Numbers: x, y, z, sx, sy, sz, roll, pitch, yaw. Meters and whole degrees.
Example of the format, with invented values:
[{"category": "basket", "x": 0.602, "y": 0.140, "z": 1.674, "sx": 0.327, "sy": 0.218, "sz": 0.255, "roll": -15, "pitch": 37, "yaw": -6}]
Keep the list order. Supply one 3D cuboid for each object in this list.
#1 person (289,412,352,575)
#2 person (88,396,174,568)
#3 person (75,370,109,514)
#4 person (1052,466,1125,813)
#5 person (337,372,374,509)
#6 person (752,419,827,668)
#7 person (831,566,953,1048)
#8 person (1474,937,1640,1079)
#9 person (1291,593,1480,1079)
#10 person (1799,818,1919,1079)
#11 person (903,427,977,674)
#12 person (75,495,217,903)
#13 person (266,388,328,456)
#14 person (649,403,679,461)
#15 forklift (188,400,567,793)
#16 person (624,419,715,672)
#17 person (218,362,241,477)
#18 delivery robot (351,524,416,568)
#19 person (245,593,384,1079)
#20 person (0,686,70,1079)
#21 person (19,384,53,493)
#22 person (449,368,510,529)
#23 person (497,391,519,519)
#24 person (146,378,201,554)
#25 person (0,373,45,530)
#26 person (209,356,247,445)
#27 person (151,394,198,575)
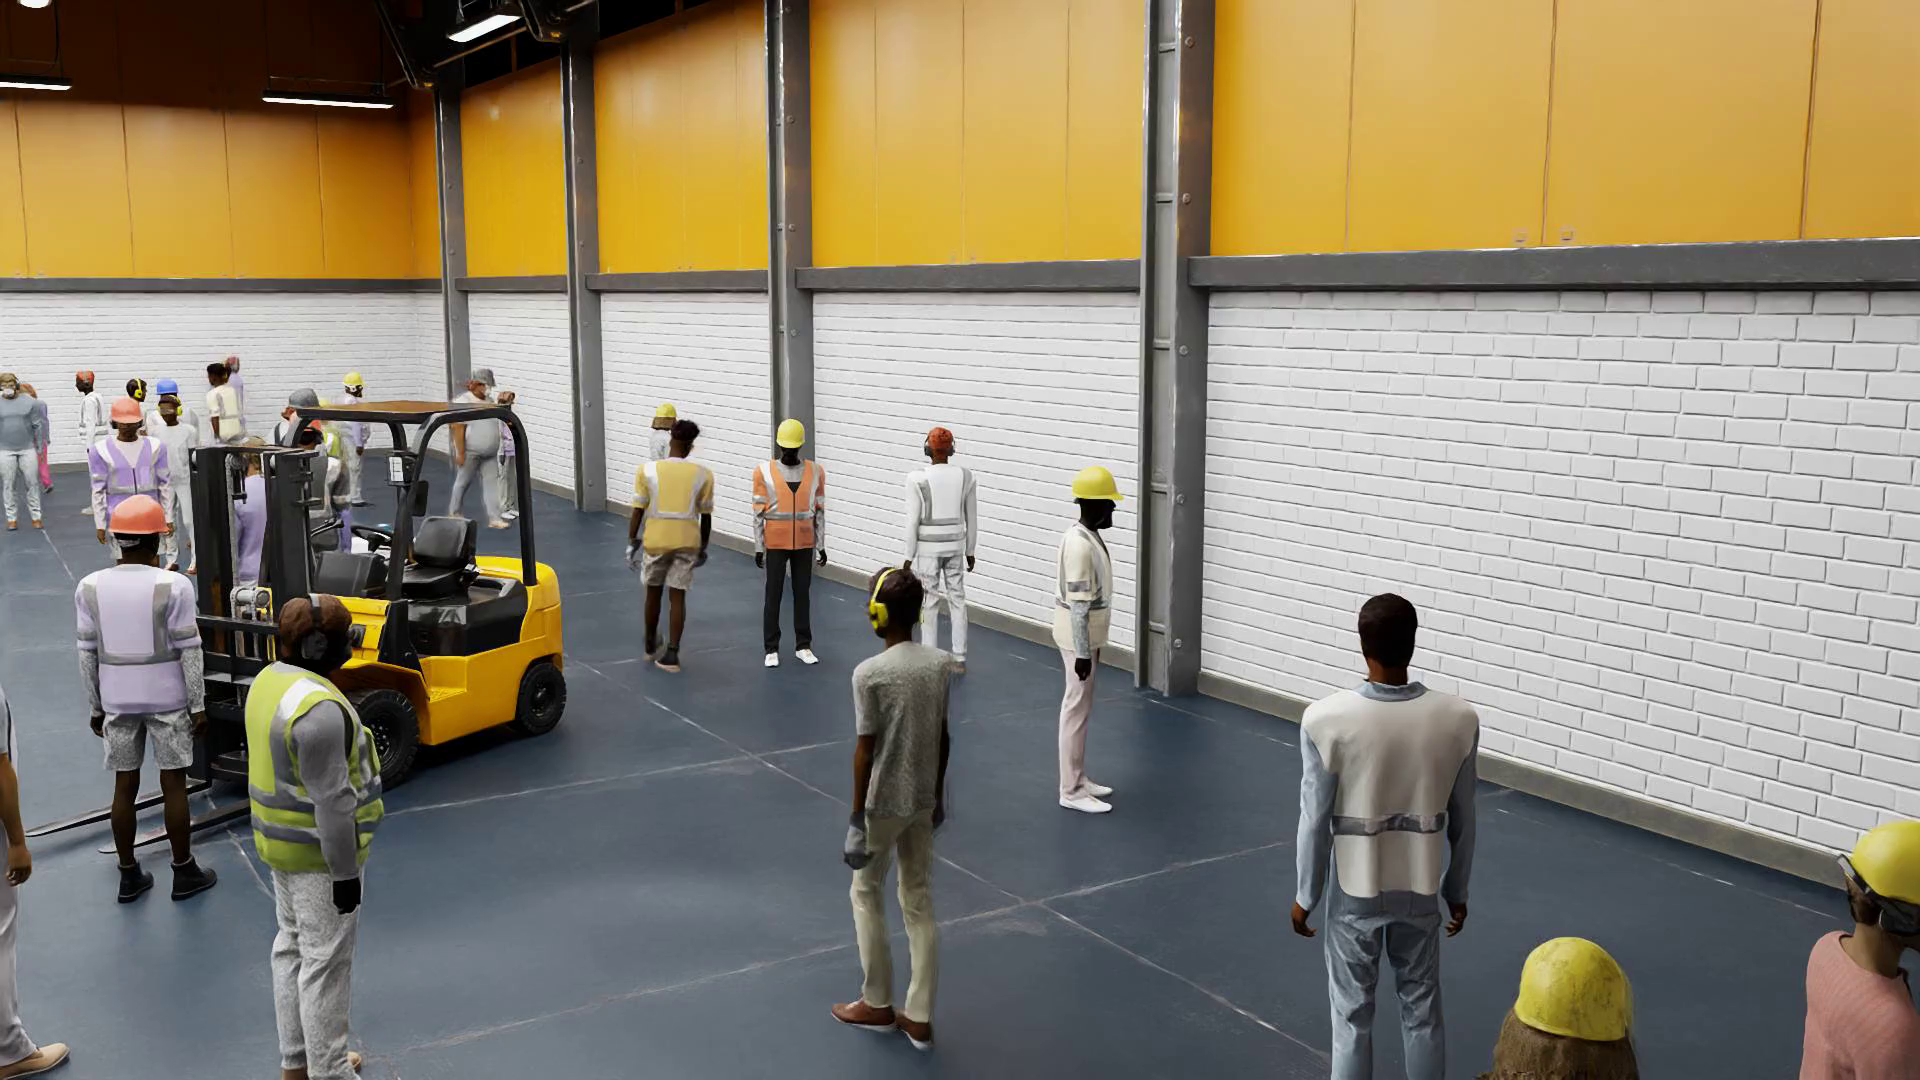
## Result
[{"category": "person", "x": -4.854, "y": 0.032, "z": 12.438, "sx": 0.601, "sy": 2.035, "sz": 0.415, "roll": -3, "pitch": 9, "yaw": -20}, {"category": "person", "x": -6.916, "y": -0.187, "z": 13.926, "sx": 0.611, "sy": 2.030, "sz": 0.410, "roll": -6, "pitch": 11, "yaw": -37}, {"category": "person", "x": -11.339, "y": -1.277, "z": 21.761, "sx": 0.359, "sy": 1.880, "sz": 0.575, "roll": -3, "pitch": 9, "yaw": -18}, {"category": "person", "x": 0.717, "y": 0.543, "z": 9.320, "sx": 0.387, "sy": 1.927, "sz": 0.589, "roll": 1, "pitch": 9, "yaw": 8}, {"category": "person", "x": -8.095, "y": -1.328, "z": 22.254, "sx": 0.404, "sy": 1.829, "sz": 0.600, "roll": -6, "pitch": 10, "yaw": -34}, {"category": "person", "x": -1.308, "y": 0.023, "z": 12.863, "sx": 0.584, "sy": 1.918, "sz": 0.381, "roll": -3, "pitch": 9, "yaw": -20}, {"category": "person", "x": -0.271, "y": 1.016, "z": 6.395, "sx": 0.582, "sy": 1.849, "sz": 0.503, "roll": -8, "pitch": 11, "yaw": -42}, {"category": "person", "x": 1.080, "y": 1.578, "z": 3.041, "sx": 0.483, "sy": 1.723, "sz": 0.400, "roll": 1, "pitch": 8, "yaw": 4}, {"category": "person", "x": 1.382, "y": 1.129, "z": 5.411, "sx": 0.594, "sy": 1.915, "sz": 0.373, "roll": -1, "pitch": 8, "yaw": -5}, {"category": "person", "x": 2.004, "y": 1.466, "z": 3.686, "sx": 0.344, "sy": 1.758, "sz": 0.532, "roll": 2, "pitch": 9, "yaw": 13}, {"category": "person", "x": -0.149, "y": 0.088, "z": 12.533, "sx": 0.585, "sy": 1.882, "sz": 0.343, "roll": -3, "pitch": 9, "yaw": -22}, {"category": "person", "x": -3.853, "y": 0.750, "z": 7.895, "sx": 0.551, "sy": 1.934, "sz": 0.373, "roll": -1, "pitch": 8, "yaw": -3}, {"category": "person", "x": -6.029, "y": -0.403, "z": 15.318, "sx": 0.687, "sy": 2.000, "sz": 0.537, "roll": 6, "pitch": 10, "yaw": 33}, {"category": "person", "x": -3.079, "y": -0.566, "z": 17.455, "sx": 0.323, "sy": 1.737, "sz": 0.486, "roll": -5, "pitch": 10, "yaw": -33}, {"category": "forklift", "x": -3.529, "y": 0.258, "z": 10.348, "sx": 1.214, "sy": 2.155, "sz": 2.313, "roll": 4, "pitch": 9, "yaw": 25}, {"category": "person", "x": -2.253, "y": 0.022, "z": 12.876, "sx": 0.702, "sy": 1.922, "sz": 0.809, "roll": -2, "pitch": 9, "yaw": -12}, {"category": "person", "x": -10.776, "y": -1.667, "z": 24.428, "sx": 0.328, "sy": 1.868, "sz": 0.513, "roll": -6, "pitch": 10, "yaw": -33}, {"category": "delivery robot", "x": -5.786, "y": 0.086, "z": 16.696, "sx": 0.707, "sy": 0.478, "sz": 0.477, "roll": 3, "pitch": 9, "yaw": 20}, {"category": "person", "x": -2.258, "y": 1.098, "z": 5.879, "sx": 0.429, "sy": 1.839, "sz": 0.634, "roll": -7, "pitch": 11, "yaw": -39}, {"category": "person", "x": -3.585, "y": 1.069, "z": 6.054, "sx": 0.507, "sy": 1.846, "sz": 0.343, "roll": 4, "pitch": 9, "yaw": 23}, {"category": "person", "x": -13.380, "y": -1.461, "z": 23.975, "sx": 0.517, "sy": 1.574, "sz": 0.887, "roll": -7, "pitch": 11, "yaw": -41}, {"category": "person", "x": -5.984, "y": -1.163, "z": 20.441, "sx": 0.981, "sy": 2.000, "sz": 0.694, "roll": 5, "pitch": 10, "yaw": 32}, {"category": "person", "x": -5.798, "y": -1.090, "z": 21.300, "sx": 0.308, "sy": 1.640, "sz": 0.511, "roll": 1, "pitch": 9, "yaw": 8}, {"category": "person", "x": -8.705, "y": -0.817, "z": 18.431, "sx": 0.405, "sy": 1.943, "sz": 0.614, "roll": 6, "pitch": 10, "yaw": 34}, {"category": "person", "x": -11.499, "y": -1.075, "z": 20.244, "sx": 0.641, "sy": 1.927, "sz": 0.385, "roll": -5, "pitch": 10, "yaw": -31}, {"category": "person", "x": -12.038, "y": -2.092, "z": 27.305, "sx": 0.696, "sy": 1.863, "sz": 0.965, "roll": 4, "pitch": 9, "yaw": 27}, {"category": "person", "x": -8.011, "y": -0.561, "z": 17.004, "sx": 0.514, "sy": 1.861, "sz": 0.322, "roll": 1, "pitch": 9, "yaw": 7}]
